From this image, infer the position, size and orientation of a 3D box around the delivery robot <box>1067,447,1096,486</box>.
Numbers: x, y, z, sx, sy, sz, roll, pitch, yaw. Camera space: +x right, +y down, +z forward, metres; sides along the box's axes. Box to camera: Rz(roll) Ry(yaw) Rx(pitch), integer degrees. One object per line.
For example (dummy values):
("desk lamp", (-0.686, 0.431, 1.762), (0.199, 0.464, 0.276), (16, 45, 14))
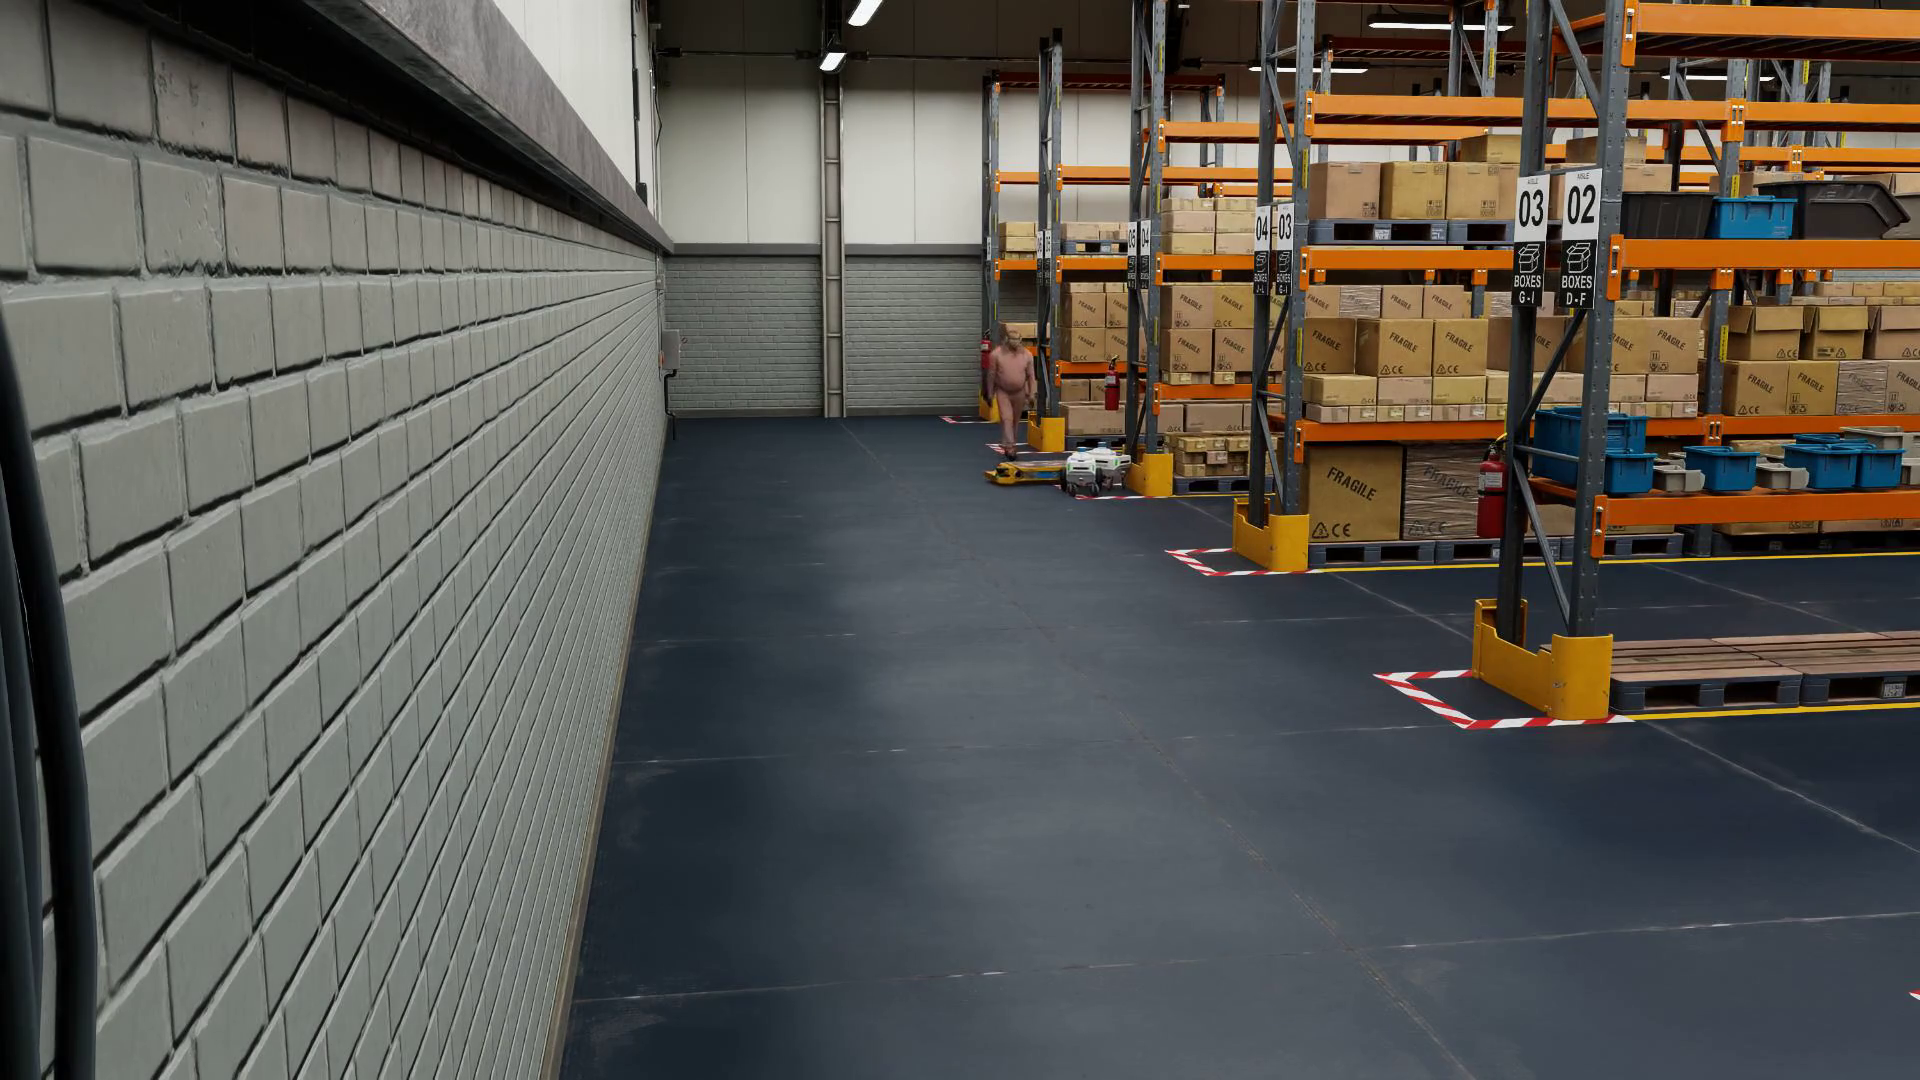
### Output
("delivery robot", (1.441, -0.862, 19.747), (0.477, 0.478, 0.707), (1, 9, 5))

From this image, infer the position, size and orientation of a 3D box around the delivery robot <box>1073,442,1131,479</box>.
("delivery robot", (1.730, -0.949, 20.280), (0.707, 0.478, 0.477), (8, 12, 41))

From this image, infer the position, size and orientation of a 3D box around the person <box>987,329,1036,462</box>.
("person", (0.729, -2.032, 23.299), (0.657, 1.844, 1.049), (-2, 9, -12))

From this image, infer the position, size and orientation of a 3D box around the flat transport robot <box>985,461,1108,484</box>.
("flat transport robot", (1.083, -0.865, 20.927), (1.431, 0.197, 0.652), (-2, 9, -13))
